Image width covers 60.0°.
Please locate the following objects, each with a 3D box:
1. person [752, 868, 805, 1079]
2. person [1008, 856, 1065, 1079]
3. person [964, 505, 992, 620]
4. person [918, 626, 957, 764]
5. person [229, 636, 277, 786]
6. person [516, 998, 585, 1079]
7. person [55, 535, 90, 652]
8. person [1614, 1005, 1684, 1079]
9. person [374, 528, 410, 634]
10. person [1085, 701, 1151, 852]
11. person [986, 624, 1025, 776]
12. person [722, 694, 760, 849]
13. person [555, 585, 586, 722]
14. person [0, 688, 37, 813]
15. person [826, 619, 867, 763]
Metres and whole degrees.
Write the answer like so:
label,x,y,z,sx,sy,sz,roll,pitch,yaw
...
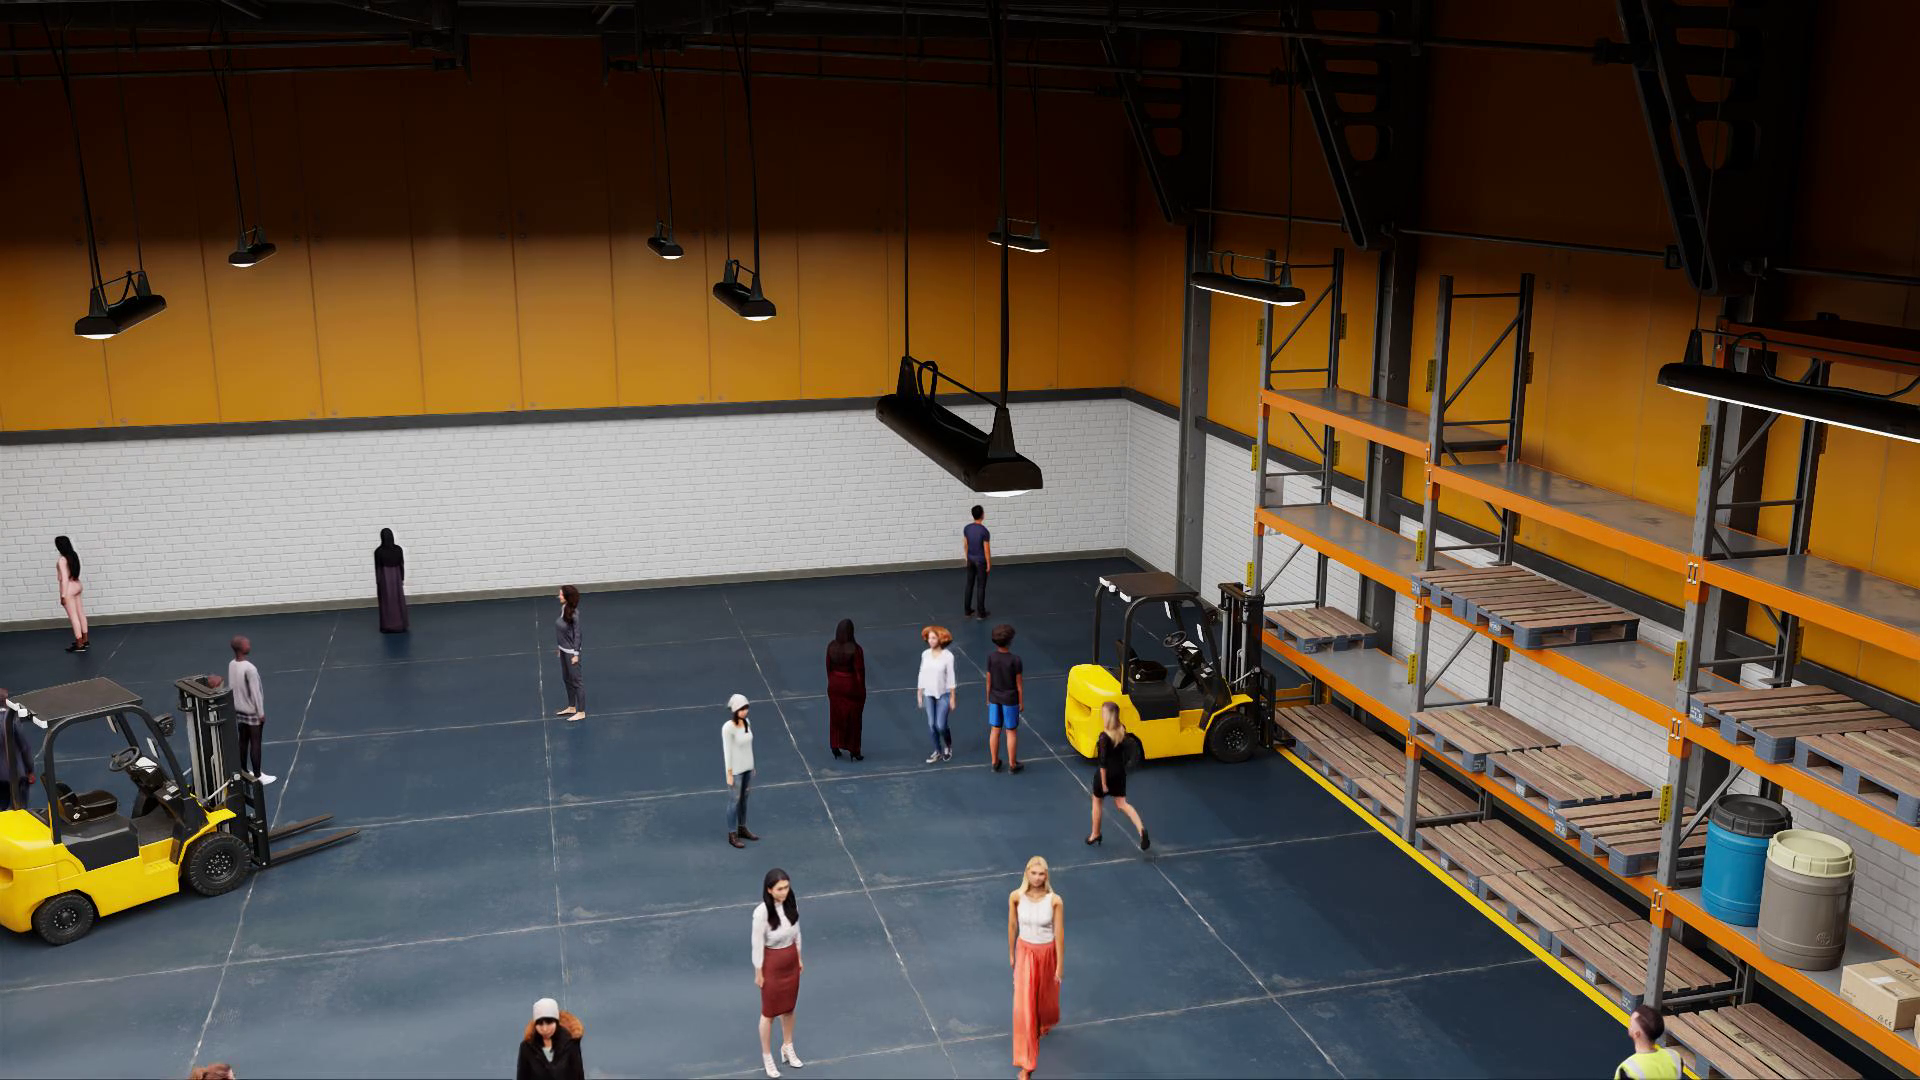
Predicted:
label,x,y,z,sx,sy,sz,roll,pitch,yaw
person,-1.437,3.427,13.241,0.667,1.749,0.669,-13,19,-42
person,0.652,3.374,13.459,1.025,1.749,1.348,3,14,11
person,0.259,0.335,25.922,0.685,1.790,0.766,9,16,33
person,-0.213,1.831,19.945,0.759,1.695,0.826,8,16,31
person,-8.243,1.966,19.224,0.678,1.772,0.743,8,16,30
person,-2.826,3.913,11.566,0.699,1.592,1.040,-2,14,-9
person,-12.975,0.766,24.289,0.716,1.721,0.537,-1,14,-3
person,4.464,3.927,10.971,0.766,1.845,0.770,-7,15,-26
person,-8.646,0.601,25.194,0.676,1.616,0.700,-9,16,-32
person,1.641,2.495,17.298,0.885,1.651,1.112,-13,19,-43
person,0.517,1.868,19.583,0.698,1.793,0.729,5,15,21
person,-2.341,2.415,17.621,0.691,1.654,0.636,8,16,30
person,-5.023,1.430,21.445,0.748,1.768,0.617,-12,18,-40
person,-9.878,2.440,17.187,0.825,1.809,0.949,0,14,0
person,-1.370,1.794,19.968,0.772,1.757,0.824,7,15,27
